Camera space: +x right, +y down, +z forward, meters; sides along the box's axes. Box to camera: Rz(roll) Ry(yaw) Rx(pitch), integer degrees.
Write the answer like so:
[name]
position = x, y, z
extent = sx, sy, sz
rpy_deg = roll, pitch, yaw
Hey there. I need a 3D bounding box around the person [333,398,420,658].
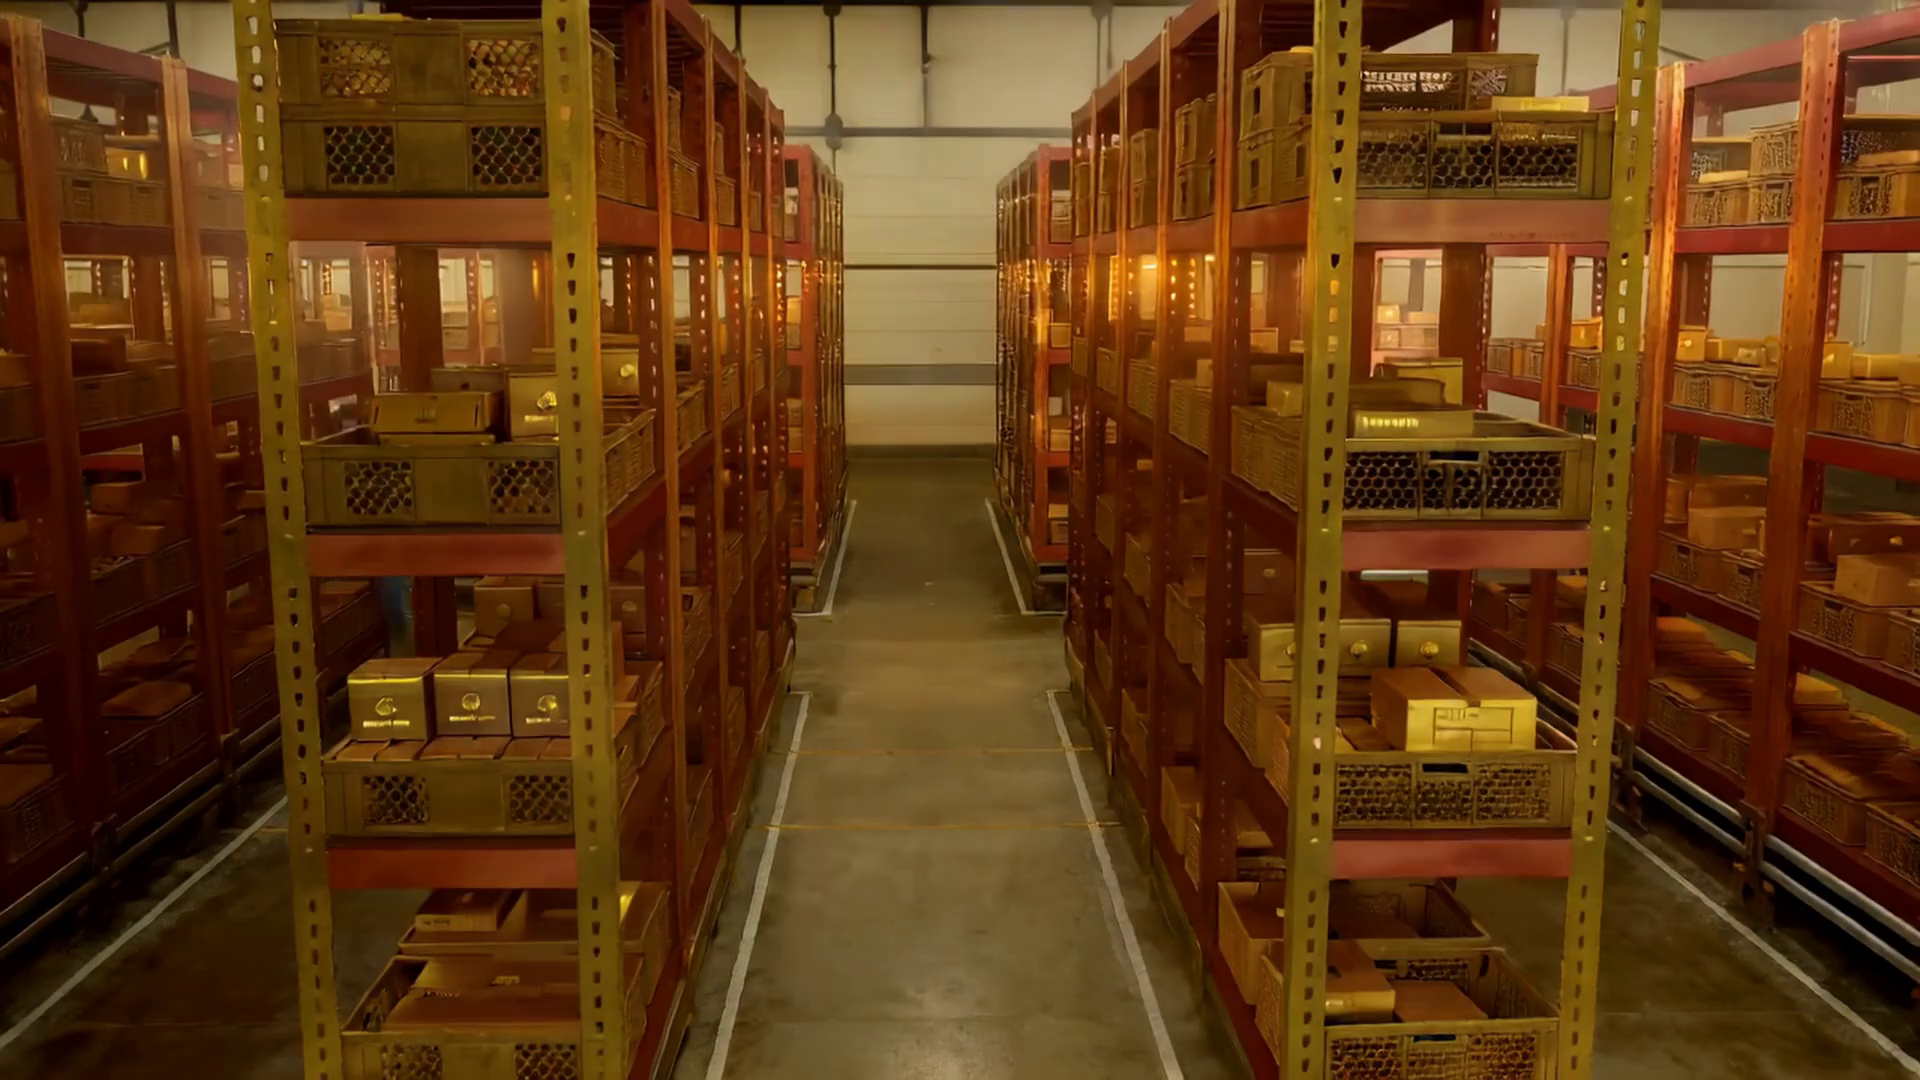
[person]
position = -3.929, -0.046, 11.167
extent = 0.851, 1.809, 0.591
rpy_deg = 1, 9, 4
